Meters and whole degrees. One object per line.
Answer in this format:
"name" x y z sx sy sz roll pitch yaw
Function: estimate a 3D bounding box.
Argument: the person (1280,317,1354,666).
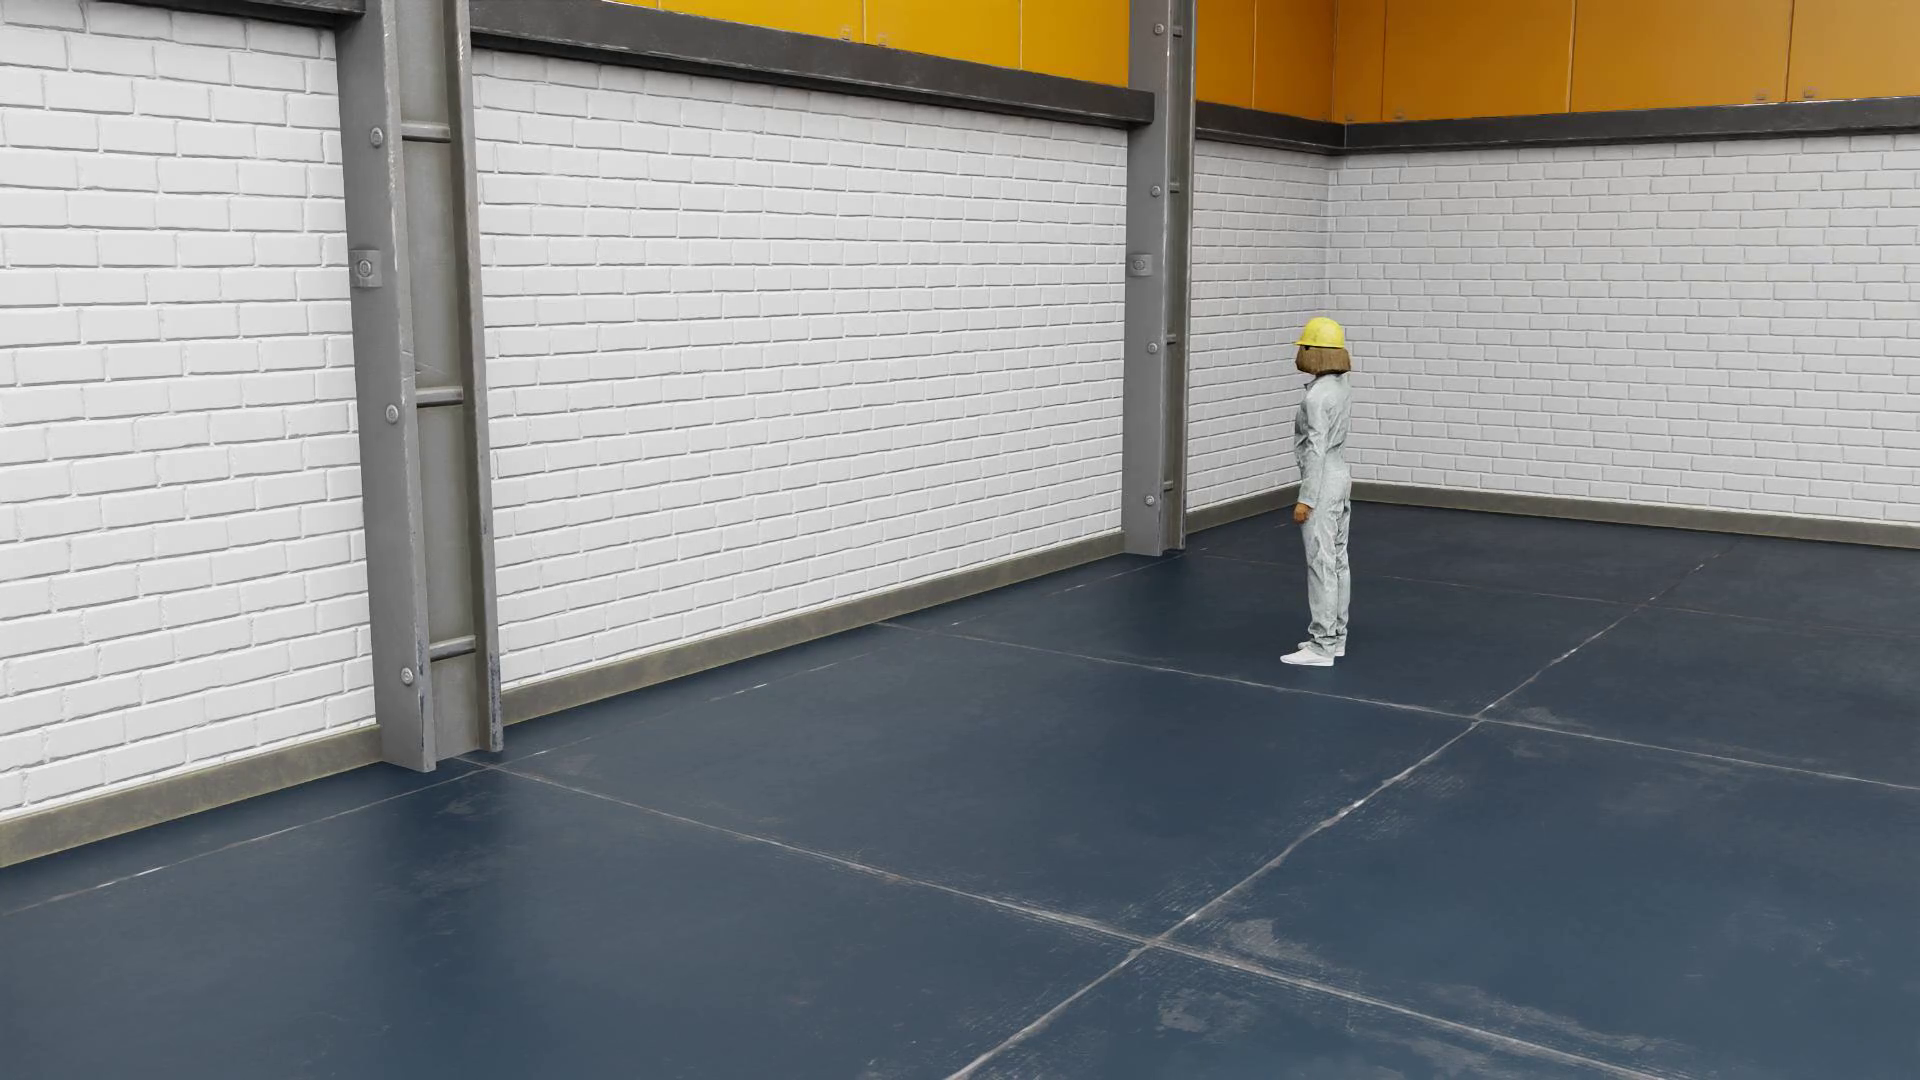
"person" 1.799 -0.240 8.352 0.300 1.745 0.483 6 11 30
